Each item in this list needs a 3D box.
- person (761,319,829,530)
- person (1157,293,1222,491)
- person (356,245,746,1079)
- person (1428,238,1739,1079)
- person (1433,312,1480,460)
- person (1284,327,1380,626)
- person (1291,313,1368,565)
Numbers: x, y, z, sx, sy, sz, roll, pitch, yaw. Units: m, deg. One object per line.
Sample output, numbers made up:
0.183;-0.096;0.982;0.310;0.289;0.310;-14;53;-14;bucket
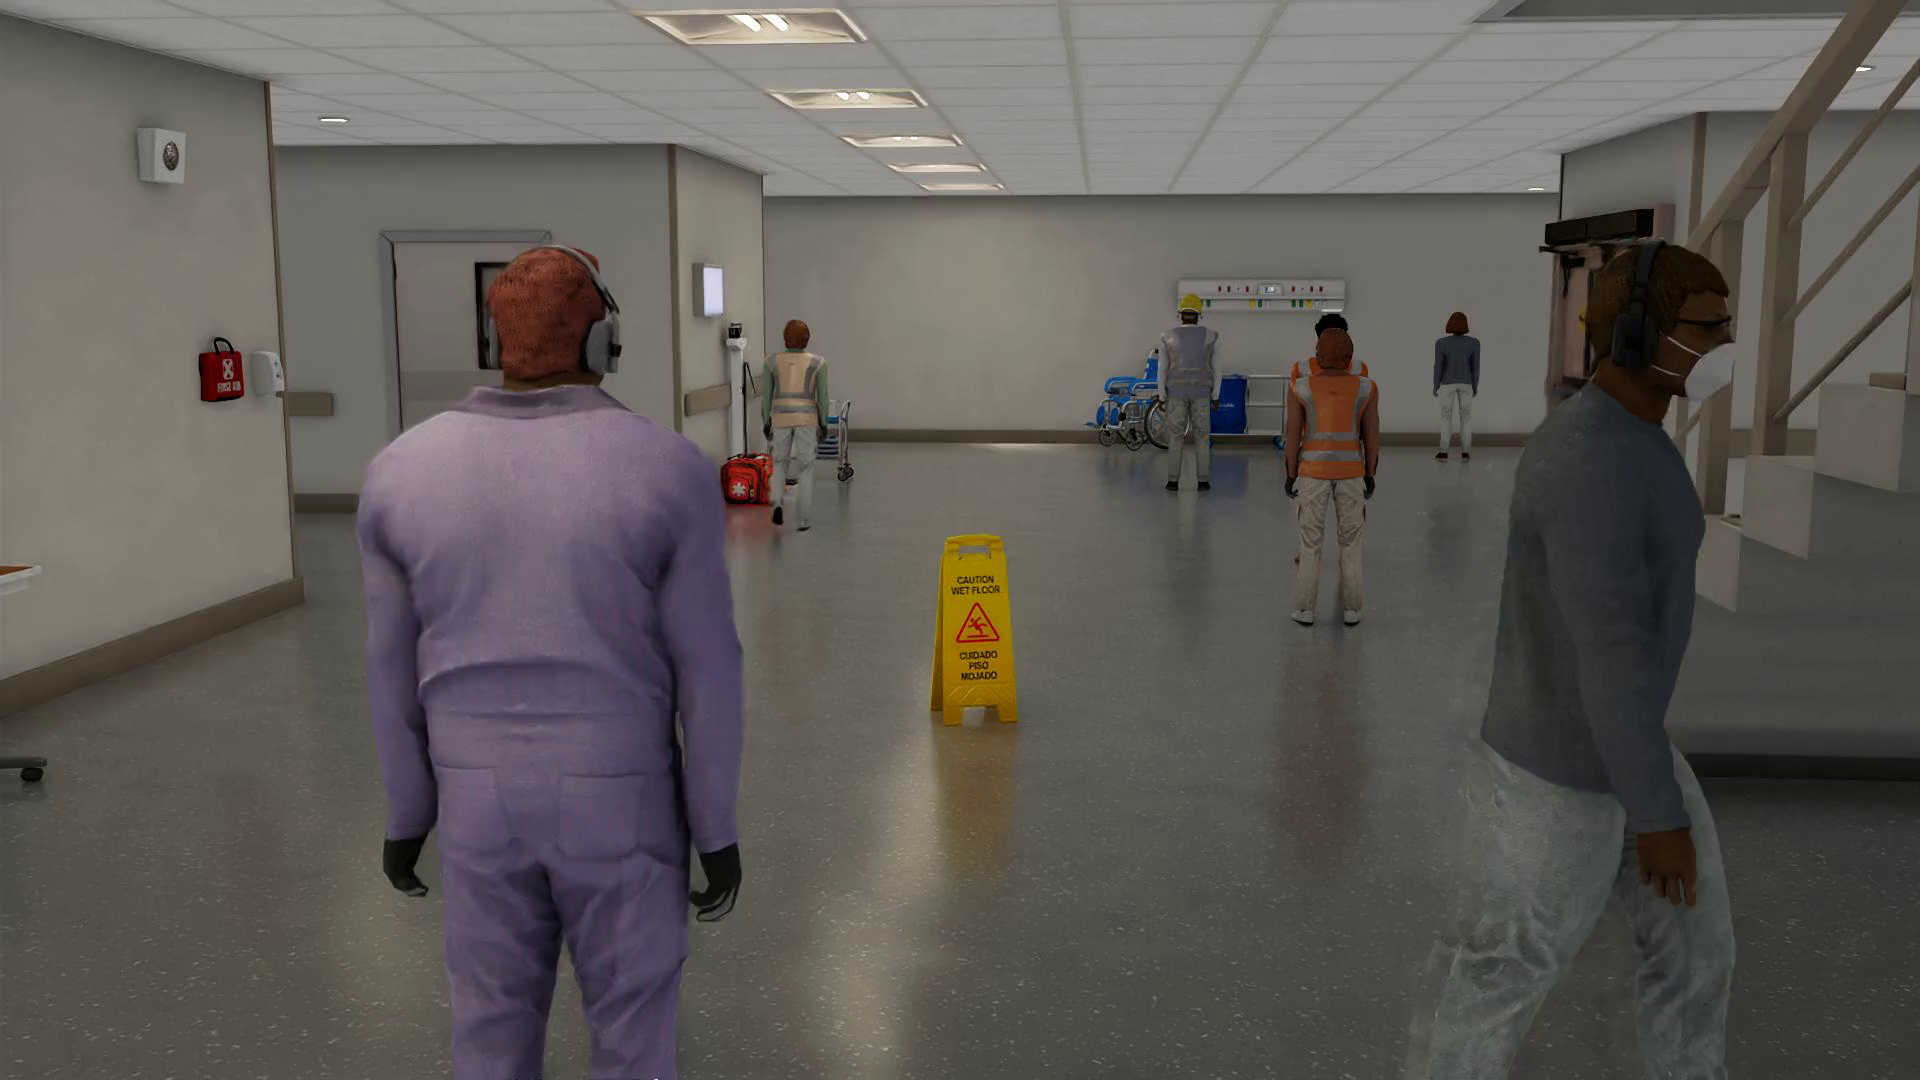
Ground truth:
-1.270;-0.885;12.876;0.516;1.631;0.366;1;8;8;person
2.124;-1.362;15.429;0.593;1.833;0.404;1;8;5;person
-0.703;0.446;2.950;0.679;1.898;0.411;1;8;4;person
1.259;0.428;3.001;0.885;1.902;0.628;5;10;32;person
5.481;-1.699;18.383;0.502;1.636;0.280;1;8;5;person
2.033;-0.339;9.122;0.517;1.641;0.308;1;8;5;person
2.469;-0.667;11.165;0.537;1.696;0.318;1;8;5;person
